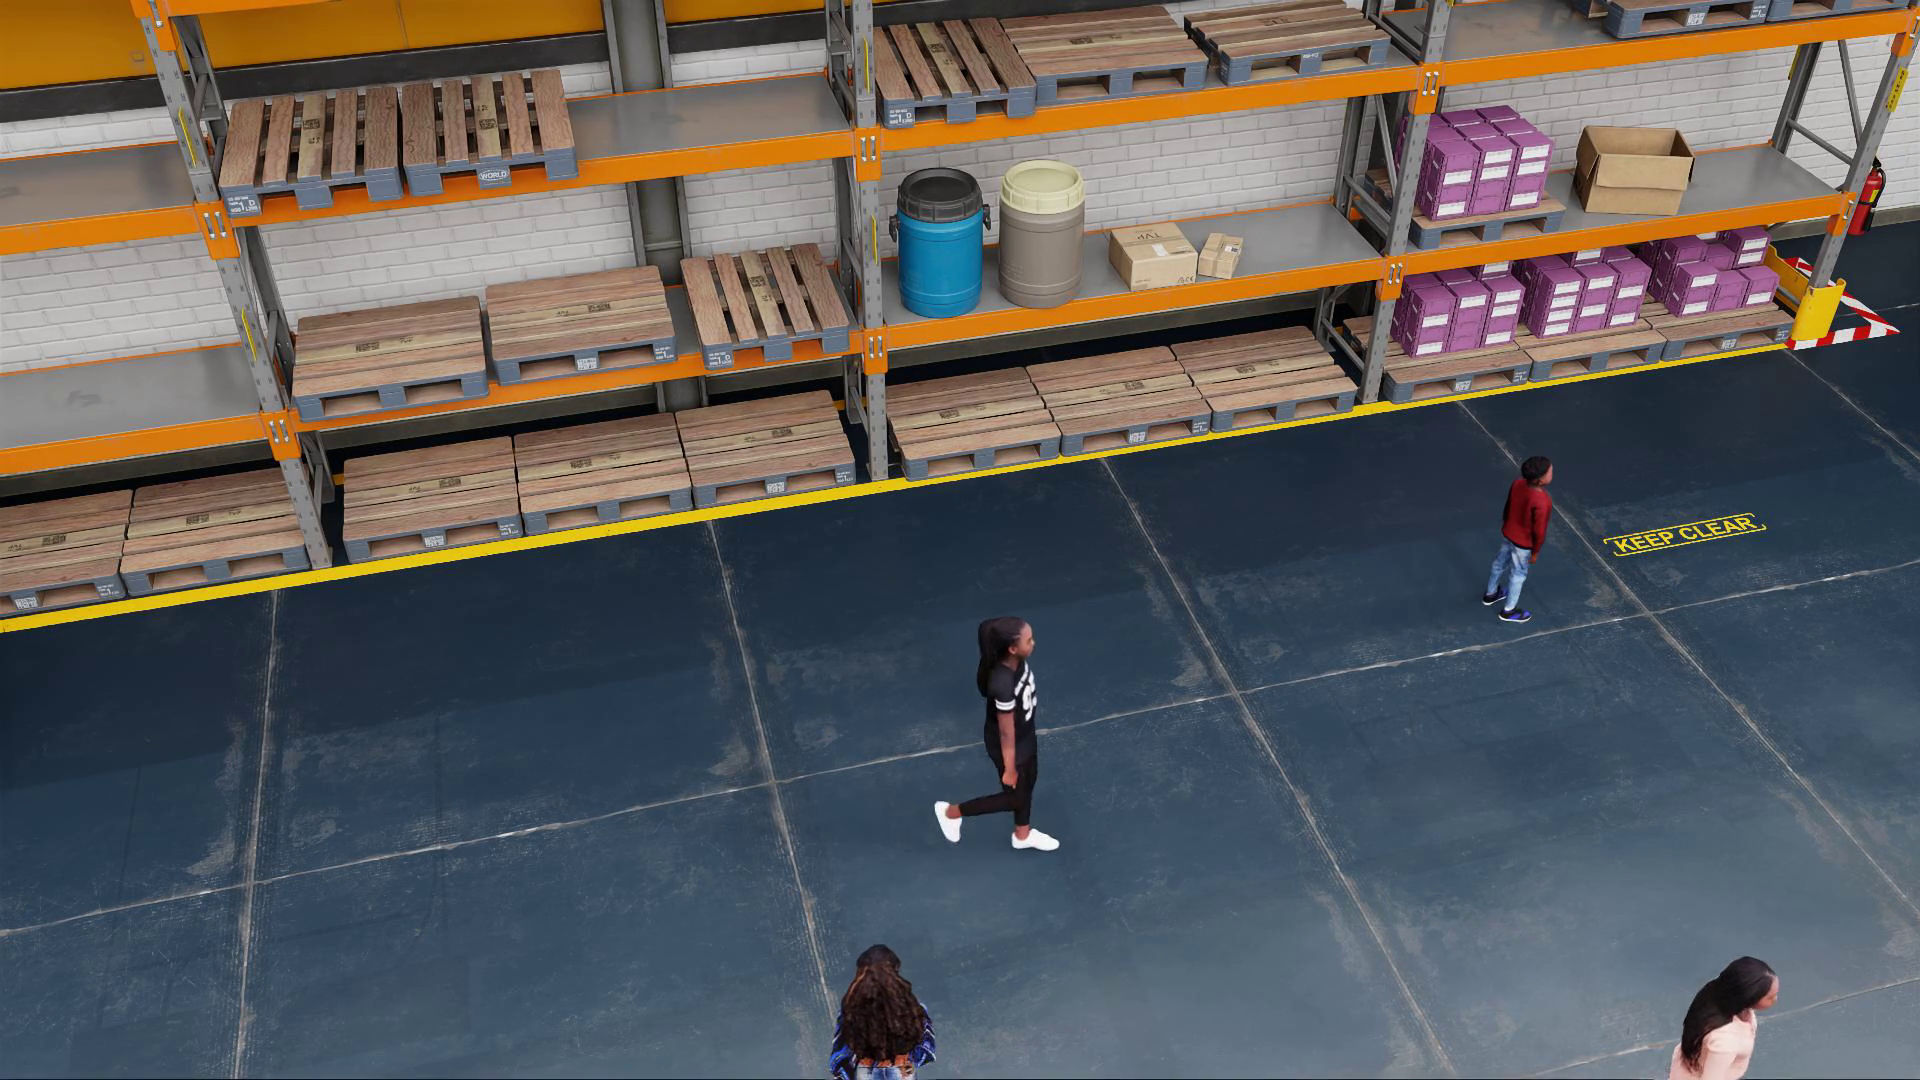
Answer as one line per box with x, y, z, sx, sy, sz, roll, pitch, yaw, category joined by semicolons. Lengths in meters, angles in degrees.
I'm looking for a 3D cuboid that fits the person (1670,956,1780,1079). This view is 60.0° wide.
3.239;2.422;7.482;1.112;1.700;0.998;15;41;18;person

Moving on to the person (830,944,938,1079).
-0.349;2.465;7.498;0.632;1.613;0.761;1;39;1;person

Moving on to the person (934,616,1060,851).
0.208;1.108;9.114;1.042;1.717;0.851;5;39;6;person

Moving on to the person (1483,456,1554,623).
3.675;-0.030;10.908;0.498;1.255;0.518;-13;40;-16;person
